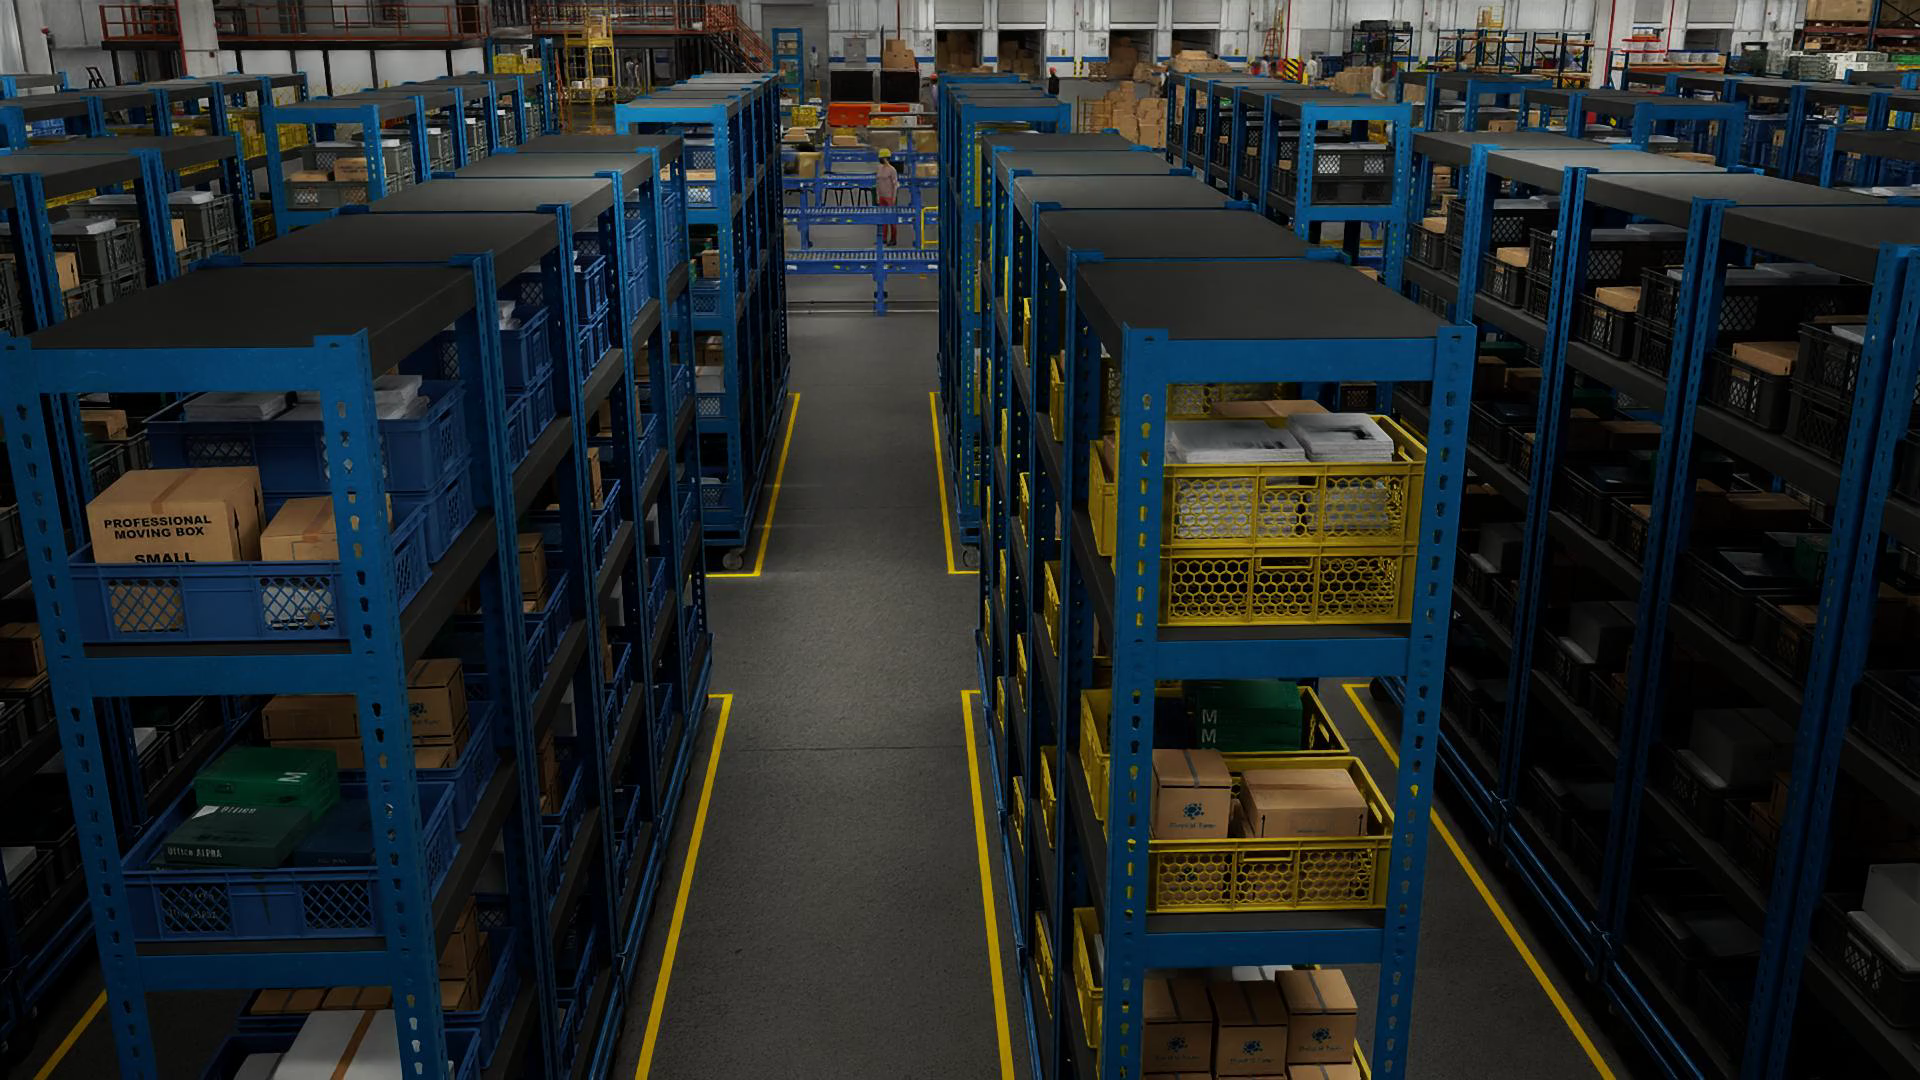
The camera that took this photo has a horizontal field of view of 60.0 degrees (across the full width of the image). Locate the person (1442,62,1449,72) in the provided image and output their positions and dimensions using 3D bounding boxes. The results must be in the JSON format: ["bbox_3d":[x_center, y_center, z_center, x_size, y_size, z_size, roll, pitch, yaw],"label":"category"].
[{"bbox_3d":[21.891,-20.687,75.101,0.296,1.745,0.485,7,19,21],"label":"person"}]

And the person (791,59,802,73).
[{"bbox_3d":[-8.559,-24.664,87.165,0.573,1.887,0.977,-2,18,-5],"label":"person"}]

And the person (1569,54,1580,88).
[{"bbox_3d":[29.634,-22.415,80.153,0.385,1.925,0.592,12,22,33],"label":"person"}]

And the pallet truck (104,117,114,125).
[{"bbox_3d":[-18.367,-7.885,35.078,1.885,1.965,0.823,1,18,2],"label":"pallet truck"}]

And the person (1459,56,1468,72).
[{"bbox_3d":[23.852,-22.018,79.023,0.693,1.870,0.428,-15,23,-39],"label":"person"}]

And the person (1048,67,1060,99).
[{"bbox_3d":[3.511,-16.815,62.715,0.388,1.996,0.612,-10,21,-29],"label":"person"}]

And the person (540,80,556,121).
[{"bbox_3d":[-15.493,-16.697,62.531,0.356,1.882,0.573,14,22,36],"label":"person"}]

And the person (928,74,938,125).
[{"bbox_3d":[-0.909,-14.636,55.930,0.798,2.013,0.623,7,19,20],"label":"person"}]

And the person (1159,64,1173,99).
[{"bbox_3d":[8.156,-17.635,65.180,0.714,2.000,0.537,5,19,14],"label":"person"}]

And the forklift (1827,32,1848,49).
[{"bbox_3d":[46.023,-25.321,87.619,1.129,2.768,1.873,-1,18,-2],"label":"forklift"}]

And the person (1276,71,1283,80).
[{"bbox_3d":[12.398,-17.436,65.046,0.858,1.733,0.520,5,19,15],"label":"person"}]

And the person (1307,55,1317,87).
[{"bbox_3d":[16.806,-22.188,79.454,0.375,1.932,0.621,-13,22,-35],"label":"person"}]

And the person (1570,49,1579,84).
[{"bbox_3d":[33.220,-25.516,89.783,0.902,1.900,0.575,-10,21,-29],"label":"person"}]

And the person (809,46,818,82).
[{"bbox_3d":[-8.262,-26.910,94.052,0.605,1.934,0.418,-15,23,-40],"label":"person"}]

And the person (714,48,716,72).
[{"bbox_3d":[-13.871,-26.852,93.773,0.375,1.997,0.612,-7,19,-20],"label":"person"}]

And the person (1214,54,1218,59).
[{"bbox_3d":[13.510,-24.753,87.765,0.325,1.690,0.536,1,18,3],"label":"person"}]

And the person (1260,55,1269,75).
[{"bbox_3d":[15.294,-23.491,83.710,0.979,1.799,0.633,0,18,0],"label":"person"}]

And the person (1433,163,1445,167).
[{"bbox_3d":[12.849,-10.782,44.369,0.612,1.786,0.912,-1,18,-3],"label":"person"}]

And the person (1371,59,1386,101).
[{"bbox_3d":[18.454,-20.284,73.573,0.747,1.924,0.638,-3,18,-10],"label":"person"}]

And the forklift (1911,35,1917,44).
[{"bbox_3d":[50.031,-25.168,87.146,1.129,2.768,1.873,-10,20,-29],"label":"forklift"}]

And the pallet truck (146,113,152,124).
[{"bbox_3d":[-18.087,-8.309,36.390,1.885,1.965,0.823,-1,18,-4],"label":"pallet truck"}]

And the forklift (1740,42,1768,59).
[{"bbox_3d":[31.120,-18.200,65.585,1.129,2.768,1.873,-1,18,-2],"label":"forklift"}]

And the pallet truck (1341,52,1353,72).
[{"bbox_3d":[18.794,-23.123,82.231,0.823,1.965,1.885,-13,22,-35],"label":"pallet truck"}]

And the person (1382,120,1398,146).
[{"bbox_3d":[12.101,-11.419,46.556,0.549,1.642,0.858,0,18,0],"label":"person"}]

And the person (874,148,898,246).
[{"bbox_3d":[-1.356,-6.297,30.532,0.327,1.769,0.525,-16,24,-40],"label":"person"}]
